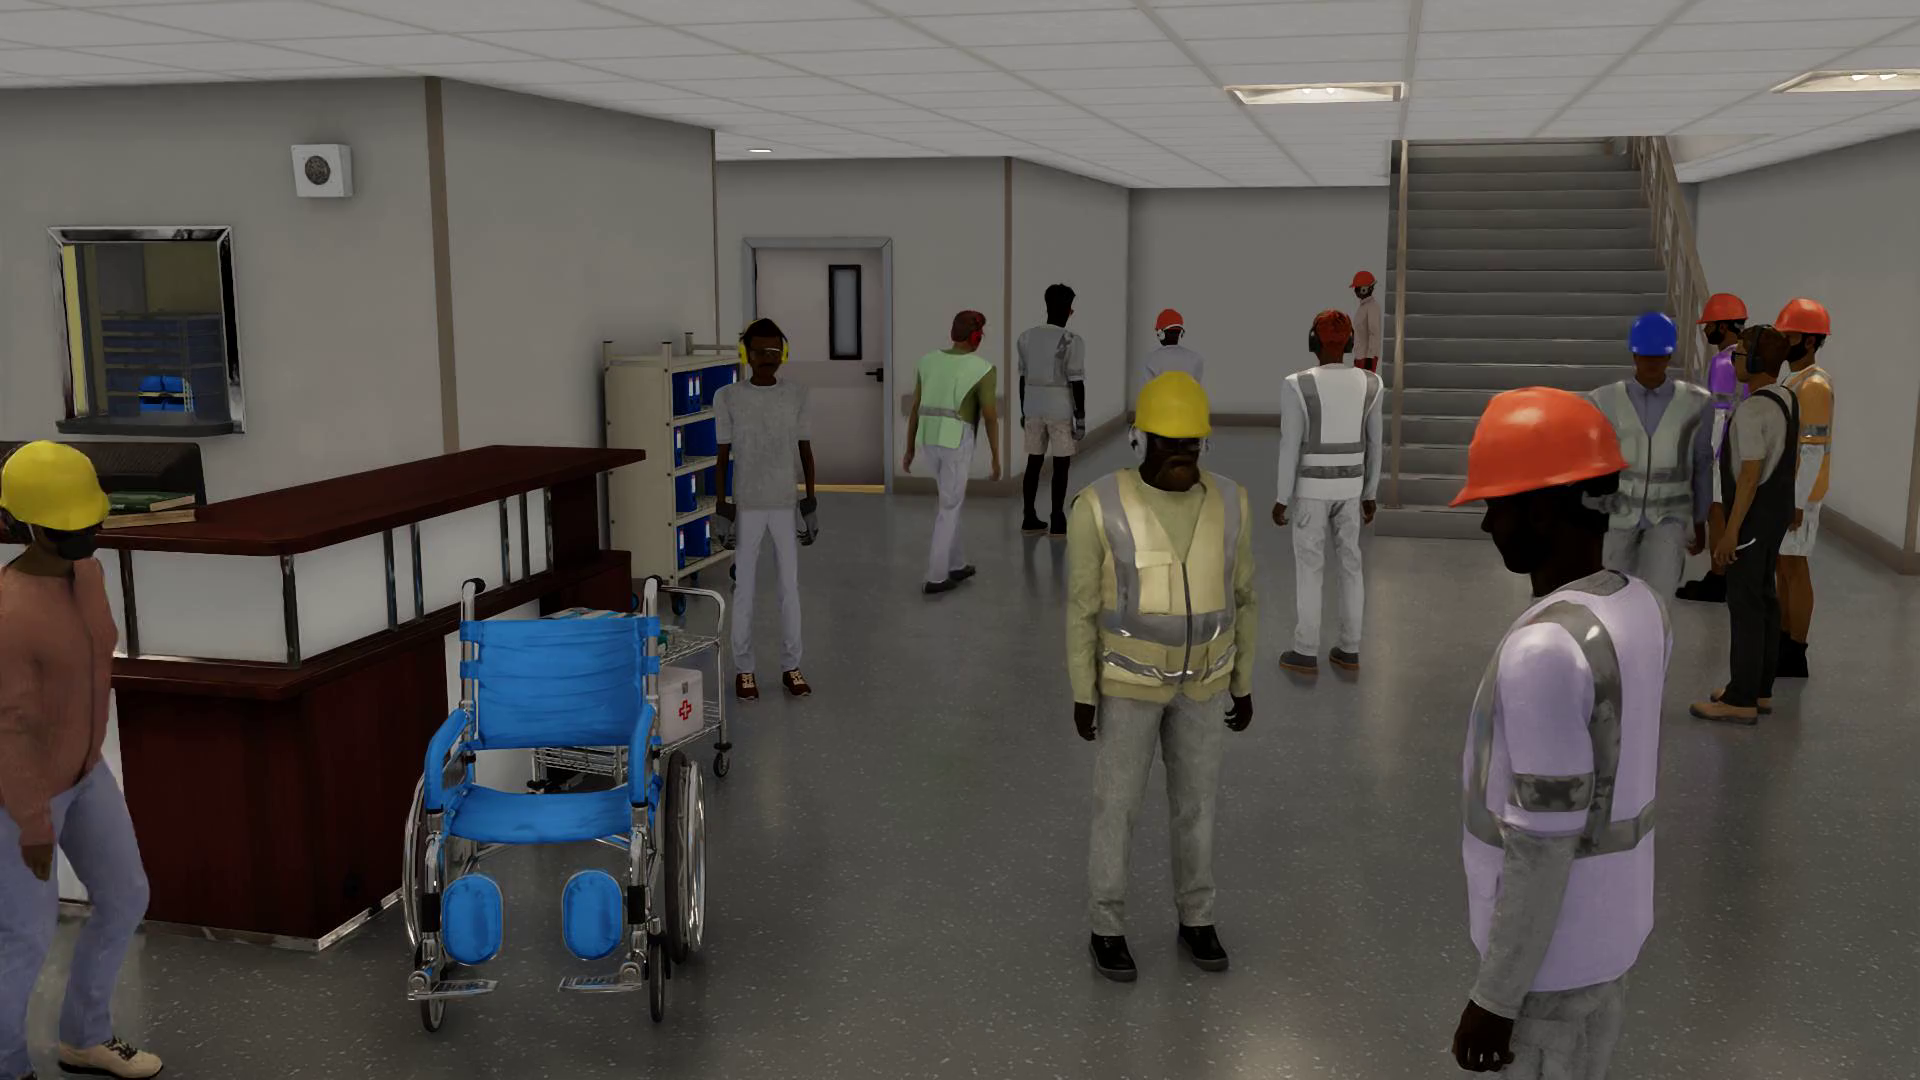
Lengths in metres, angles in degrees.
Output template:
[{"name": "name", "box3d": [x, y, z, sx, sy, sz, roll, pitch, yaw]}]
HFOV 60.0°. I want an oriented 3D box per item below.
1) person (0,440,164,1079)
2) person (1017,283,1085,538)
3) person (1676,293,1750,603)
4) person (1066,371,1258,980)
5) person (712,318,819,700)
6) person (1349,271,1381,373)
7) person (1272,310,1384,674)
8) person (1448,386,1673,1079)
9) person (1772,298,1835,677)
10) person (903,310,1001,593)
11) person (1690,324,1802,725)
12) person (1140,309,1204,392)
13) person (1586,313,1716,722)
[{"name": "person", "box3d": [-2.235, 0.607, 4.054, 0.541, 1.726, 0.540, 0, 10, 3]}, {"name": "person", "box3d": [0.713, -0.990, 12.808, 0.615, 1.952, 0.386, 7, 12, 37]}, {"name": "person", "box3d": [4.757, -0.576, 10.446, 0.376, 1.931, 0.541, 8, 12, 38]}, {"name": "person", "box3d": [0.610, 0.407, 4.969, 0.595, 1.824, 0.403, -2, 10, -14]}, {"name": "person", "box3d": [-0.943, -0.147, 8.116, 0.507, 1.862, 0.326, -3, 10, -16]}, {"name": "person", "box3d": [4.820, -2.206, 19.852, 0.391, 1.989, 0.610, 0, 10, 1]}, {"name": "person", "box3d": [1.897, -0.244, 8.606, 0.587, 1.882, 0.341, -3, 10, -16]}, {"name": "person", "box3d": [1.020, 0.694, 2.962, 0.373, 1.927, 0.543, 7, 12, 36]}, {"name": "person", "box3d": [4.259, -0.262, 8.547, 0.352, 1.942, 0.545, 2, 10, 14]}, {"name": "person", "box3d": [0.000, -0.578, 10.806, 0.604, 1.802, 0.779, 7, 12, 36]}, {"name": "person", "box3d": [3.652, -0.069, 7.689, 0.346, 1.846, 0.505, 9, 13, 43]}, {"name": "person", "box3d": [1.621, -0.920, 12.969, 0.564, 1.751, 0.342, -4, 11, -24]}, {"name": "person", "box3d": [3.209, -0.121, 7.865, 0.643, 1.889, 1.012, 4, 10, 20]}]
